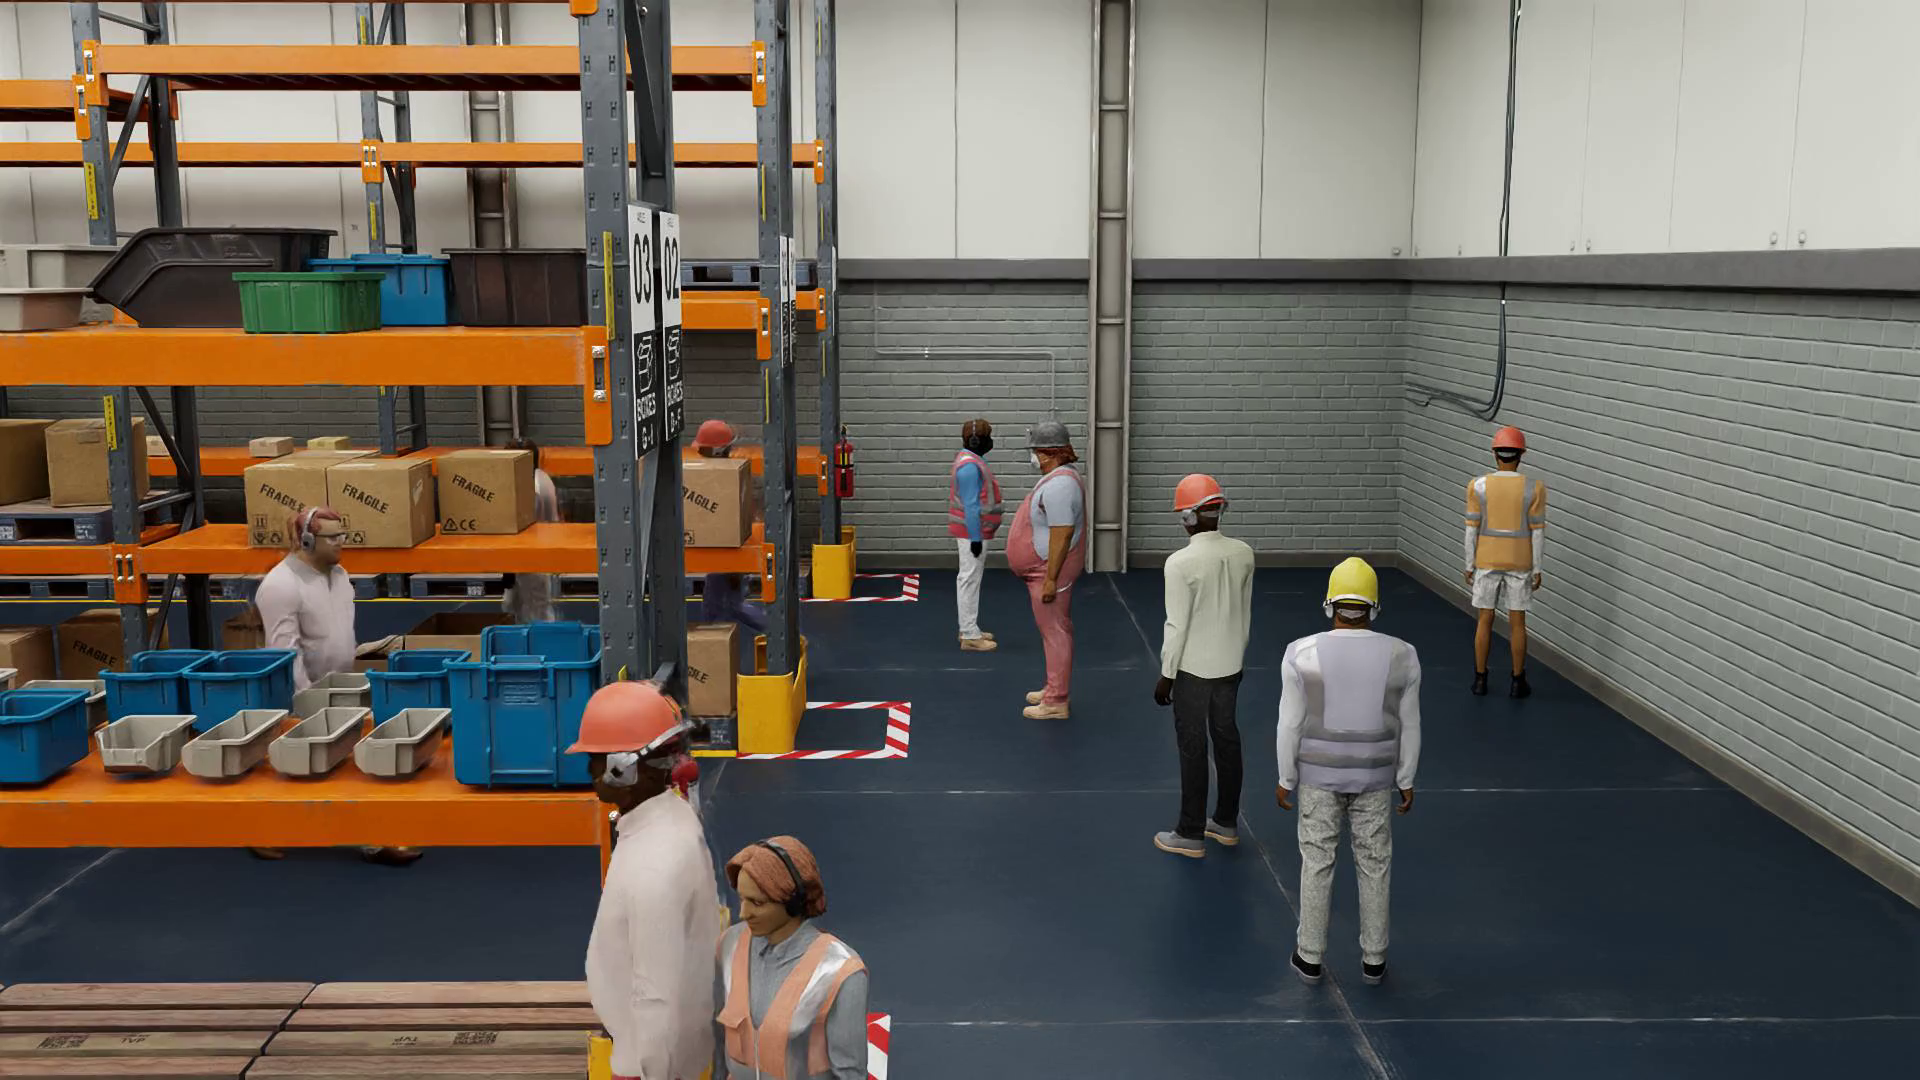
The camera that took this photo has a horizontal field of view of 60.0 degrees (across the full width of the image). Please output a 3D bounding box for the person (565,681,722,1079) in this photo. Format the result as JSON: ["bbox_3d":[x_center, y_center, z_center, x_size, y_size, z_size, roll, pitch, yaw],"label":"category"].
[{"bbox_3d":[-0.797,1.346,4.494,0.766,1.964,0.646,-1,9,-8],"label":"person"}]

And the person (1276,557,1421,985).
[{"bbox_3d":[1.634,0.981,7.046,0.600,1.831,0.404,1,9,3],"label":"person"}]

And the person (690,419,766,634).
[{"bbox_3d":[-1.586,0.104,12.015,0.804,1.969,0.615,0,9,2],"label":"person"}]

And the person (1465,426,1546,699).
[{"bbox_3d":[3.854,0.160,11.786,0.542,1.929,0.368,4,10,22],"label":"person"}]

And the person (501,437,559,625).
[{"bbox_3d":[-3.193,0.171,12.059,0.653,1.821,0.630,-1,9,-8],"label":"person"}]

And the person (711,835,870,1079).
[{"bbox_3d":[-0.429,1.538,4.252,0.525,1.631,0.320,7,12,37],"label":"person"}]

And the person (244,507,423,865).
[{"bbox_3d":[-3.282,0.751,8.435,1.029,1.852,0.646,4,10,22],"label":"person"}]

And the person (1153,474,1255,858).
[{"bbox_3d":[1.251,0.646,8.631,0.611,1.985,0.393,-7,12,-38],"label":"person"}]

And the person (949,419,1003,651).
[{"bbox_3d":[0.128,-0.048,13.326,0.430,1.845,0.619,0,9,0],"label":"person"}]

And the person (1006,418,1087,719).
[{"bbox_3d":[0.583,0.184,11.296,0.539,2.000,0.689,1,9,7],"label":"person"}]
